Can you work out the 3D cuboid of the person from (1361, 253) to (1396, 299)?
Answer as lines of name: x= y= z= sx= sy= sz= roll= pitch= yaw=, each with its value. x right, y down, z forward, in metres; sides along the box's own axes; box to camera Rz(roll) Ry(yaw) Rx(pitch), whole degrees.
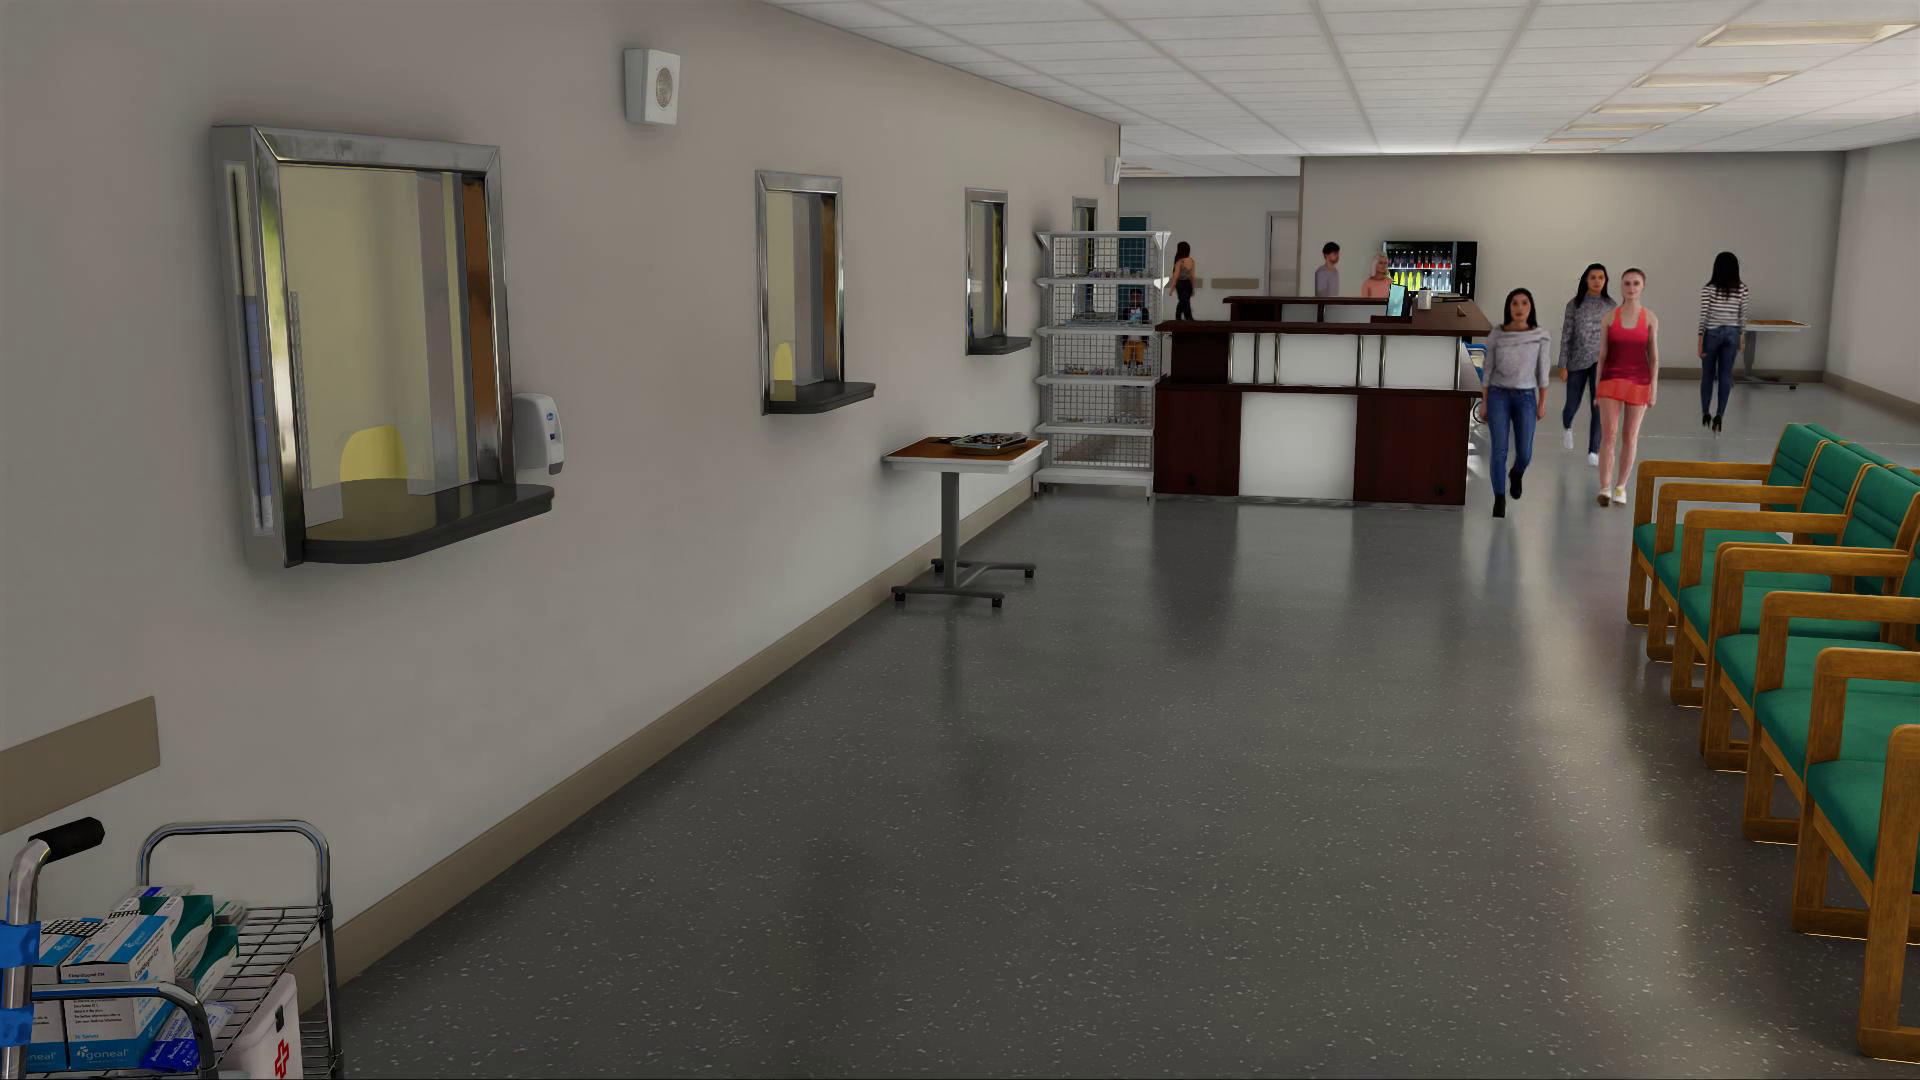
person: x=5.016 y=-2.587 z=20.106 sx=1.117 sy=1.691 sz=1.098 roll=-4 pitch=12 yaw=-22

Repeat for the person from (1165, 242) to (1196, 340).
person: x=4.002 y=-4.316 z=29.092 sx=0.948 sy=1.737 sz=1.099 roll=-10 pitch=15 yaw=-43

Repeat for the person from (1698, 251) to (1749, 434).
person: x=7.357 y=-1.848 z=16.034 sx=1.091 sy=1.740 sz=0.689 roll=3 pitch=11 yaw=17

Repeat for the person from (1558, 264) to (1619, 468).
person: x=5.414 y=-1.504 z=14.357 sx=0.981 sy=1.707 sz=0.694 roll=2 pitch=11 yaw=13

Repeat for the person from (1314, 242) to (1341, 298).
person: x=4.515 y=-2.795 z=20.906 sx=1.239 sy=1.801 sz=0.996 roll=9 pitch=14 yaw=39

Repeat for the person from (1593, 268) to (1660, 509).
person: x=4.872 y=-1.098 z=12.175 sx=0.986 sy=1.724 sz=0.690 roll=4 pitch=11 yaw=20

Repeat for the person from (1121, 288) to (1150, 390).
person: x=2.217 y=-2.565 z=21.118 sx=0.516 sy=1.272 sz=0.615 roll=1 pitch=11 yaw=3

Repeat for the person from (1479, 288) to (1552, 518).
person: x=3.898 y=-0.970 z=11.778 sx=0.691 sy=1.619 sz=0.673 roll=3 pitch=11 yaw=17
